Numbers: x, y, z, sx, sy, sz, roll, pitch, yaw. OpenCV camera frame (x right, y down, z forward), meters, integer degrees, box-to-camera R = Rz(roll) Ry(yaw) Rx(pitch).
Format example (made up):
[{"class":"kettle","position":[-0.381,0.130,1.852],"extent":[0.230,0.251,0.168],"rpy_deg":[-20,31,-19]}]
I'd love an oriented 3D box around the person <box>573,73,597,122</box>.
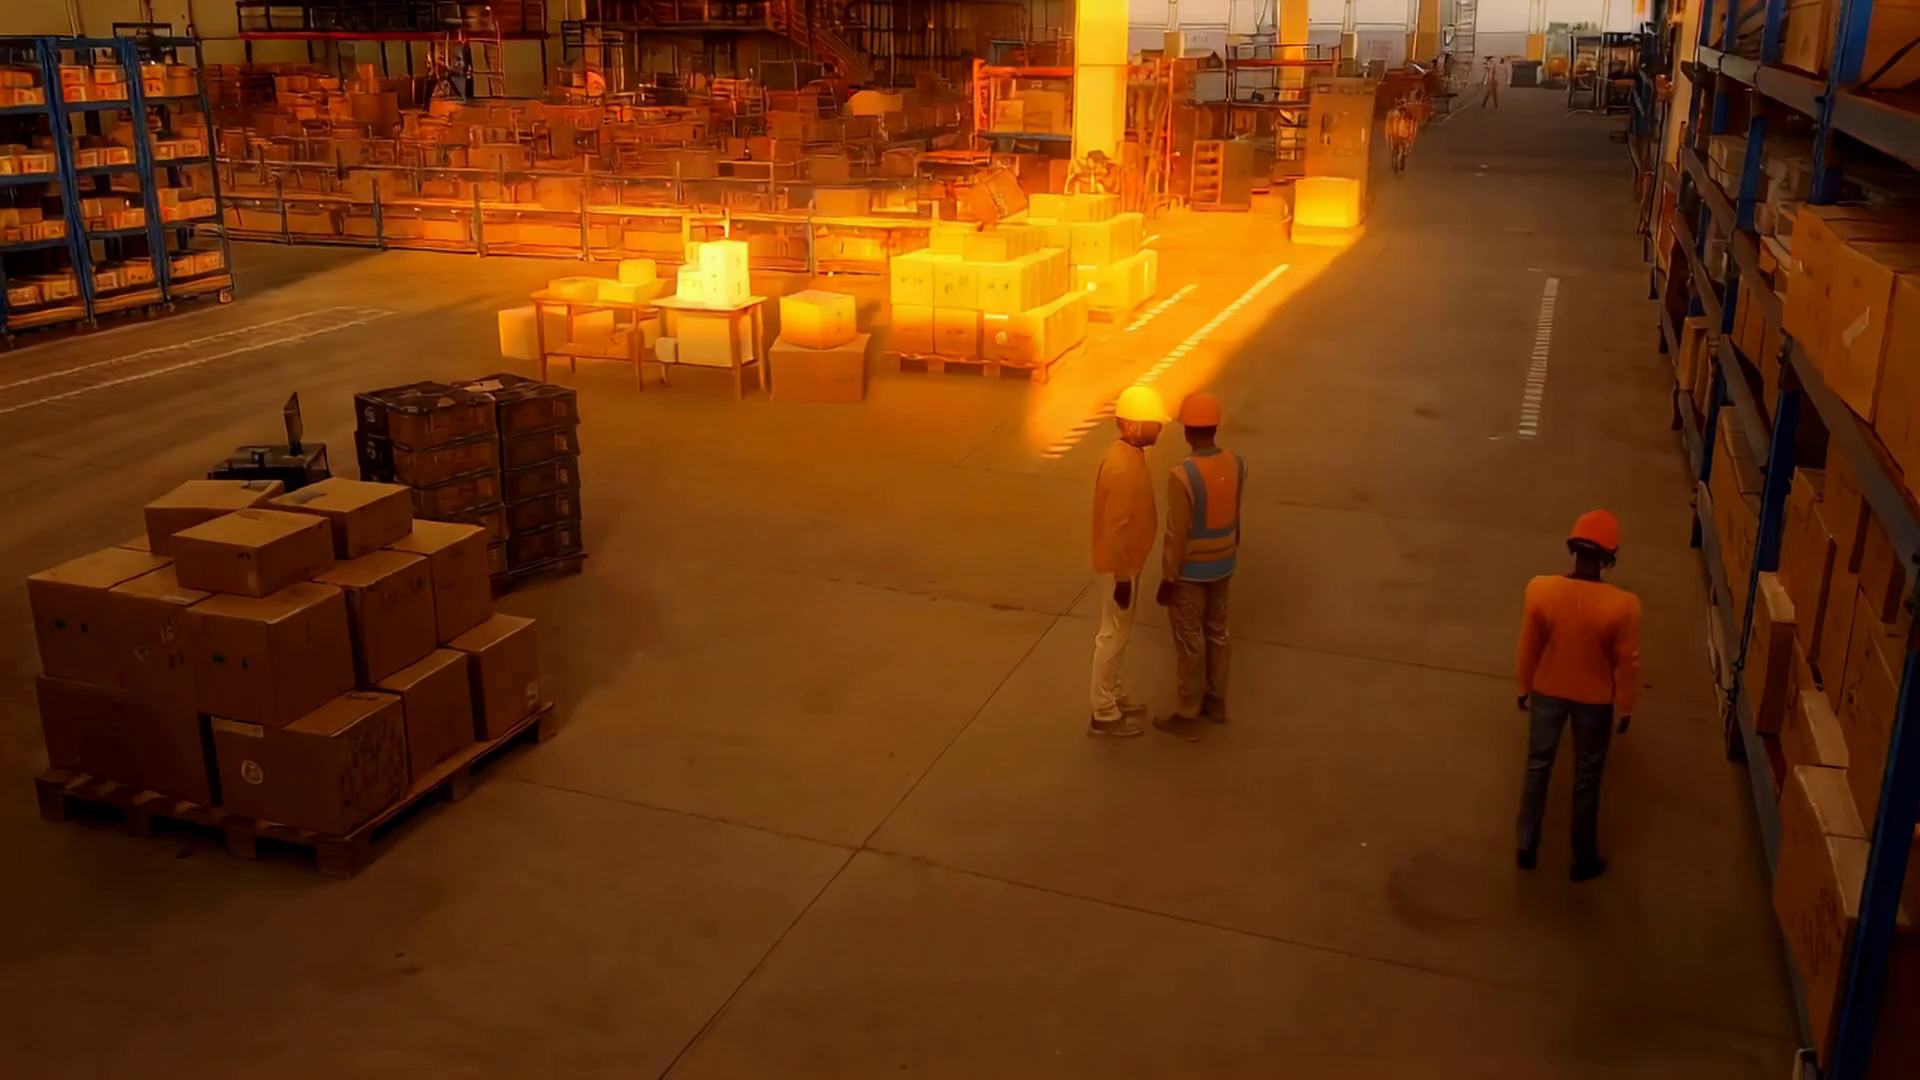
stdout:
[{"class":"person","position":[-13.185,-15.532,58.390],"extent":[0.847,2.017,0.612],"rpy_deg":[-11,20,-30]}]

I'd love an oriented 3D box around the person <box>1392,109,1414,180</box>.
[{"class":"person","position":[10.700,-9.593,40.265],"extent":[0.532,1.676,0.688],"rpy_deg":[4,18,11]}]

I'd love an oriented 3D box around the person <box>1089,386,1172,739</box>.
[{"class":"person","position":[0.939,0.118,9.246],"extent":[0.415,1.985,0.610],"rpy_deg":[3,18,10]}]

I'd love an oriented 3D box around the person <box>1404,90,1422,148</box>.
[{"class":"person","position":[13.496,-12.588,49.667],"extent":[0.554,1.659,0.828],"rpy_deg":[1,18,4]}]

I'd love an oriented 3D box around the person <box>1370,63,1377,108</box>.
[{"class":"person","position":[17.096,-18.808,68.898],"extent":[0.327,1.869,0.521],"rpy_deg":[5,18,15]}]

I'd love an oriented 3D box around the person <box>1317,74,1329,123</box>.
[{"class":"person","position":[12.018,-14.553,55.459],"extent":[1.024,1.914,0.624],"rpy_deg":[5,18,16]}]

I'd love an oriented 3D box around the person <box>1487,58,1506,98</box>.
[{"class":"person","position":[25.196,-21.612,77.796],"extent":[0.629,1.818,0.844],"rpy_deg":[-14,23,-38]}]

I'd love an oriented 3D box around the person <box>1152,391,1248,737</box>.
[{"class":"person","position":[1.321,0.136,9.244],"extent":[0.614,1.943,0.395],"rpy_deg":[-16,24,-41]}]

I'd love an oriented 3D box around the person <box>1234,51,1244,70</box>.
[{"class":"person","position":[14.502,-24.578,86.962],"extent":[0.938,1.898,0.642],"rpy_deg":[-7,19,-22]}]

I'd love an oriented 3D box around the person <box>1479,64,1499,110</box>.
[{"class":"person","position":[21.733,-18.521,68.073],"extent":[0.852,1.814,0.540],"rpy_deg":[-1,18,-5]}]

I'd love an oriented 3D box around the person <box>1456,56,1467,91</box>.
[{"class":"person","position":[25.328,-23.571,84.082],"extent":[0.500,1.726,0.368],"rpy_deg":[3,18,8]}]

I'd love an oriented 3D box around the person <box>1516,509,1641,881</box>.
[{"class":"person","position":[2.853,0.713,7.724],"extent":[0.533,1.767,0.326],"rpy_deg":[12,21,33]}]

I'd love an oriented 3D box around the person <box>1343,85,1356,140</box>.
[{"class":"person","position":[12.290,-13.515,52.462],"extent":[0.531,1.753,0.395],"rpy_deg":[-9,20,-27]}]

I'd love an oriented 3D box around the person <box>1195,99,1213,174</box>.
[{"class":"person","position":[5.810,-9.553,39.757],"extent":[0.403,1.904,0.652],"rpy_deg":[2,18,5]}]

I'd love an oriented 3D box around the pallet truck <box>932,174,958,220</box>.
[{"class":"pallet truck","position":[-0.507,-5.292,27.348],"extent":[0.653,1.274,1.630],"rpy_deg":[6,19,19]}]

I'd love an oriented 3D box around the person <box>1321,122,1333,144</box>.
[{"class":"person","position":[8.058,-8.344,36.482],"extent":[0.869,1.596,0.514],"rpy_deg":[6,19,19]}]

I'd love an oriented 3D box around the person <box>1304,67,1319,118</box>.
[{"class":"person","position":[13.109,-16.606,61.694],"extent":[0.709,2.000,0.535],"rpy_deg":[-15,23,-39]}]

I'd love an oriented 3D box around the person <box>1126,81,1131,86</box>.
[{"class":"person","position":[6.045,-16.119,60.241],"extent":[0.380,1.994,0.611],"rpy_deg":[-2,18,-6]}]

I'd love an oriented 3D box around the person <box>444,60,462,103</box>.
[{"class":"person","position":[-22.313,-20.149,73.122],"extent":[0.741,1.865,0.584],"rpy_deg":[-3,18,-9]}]

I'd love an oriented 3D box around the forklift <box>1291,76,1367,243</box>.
[{"class":"forklift","position":[6.598,-6.755,29.381],"extent":[1.129,2.768,1.873],"rpy_deg":[6,19,19]}]

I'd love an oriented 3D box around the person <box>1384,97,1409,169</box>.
[{"class":"person","position":[11.187,-10.435,42.667],"extent":[0.611,1.813,0.440],"rpy_deg":[4,18,14]}]

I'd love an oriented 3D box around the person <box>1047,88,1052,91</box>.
[{"class":"person","position":[2.634,-12.584,49.608],"extent":[0.538,1.730,0.918],"rpy_deg":[9,20,26]}]

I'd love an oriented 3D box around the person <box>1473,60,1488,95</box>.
[{"class":"person","position":[25.190,-22.295,80.188],"extent":[0.844,1.664,0.537],"rpy_deg":[-1,18,-4]}]

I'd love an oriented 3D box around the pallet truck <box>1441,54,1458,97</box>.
[{"class":"pallet truck","position":[22.765,-21.886,78.355],"extent":[0.823,1.965,1.885],"rpy_deg":[-4,18,-14]}]
